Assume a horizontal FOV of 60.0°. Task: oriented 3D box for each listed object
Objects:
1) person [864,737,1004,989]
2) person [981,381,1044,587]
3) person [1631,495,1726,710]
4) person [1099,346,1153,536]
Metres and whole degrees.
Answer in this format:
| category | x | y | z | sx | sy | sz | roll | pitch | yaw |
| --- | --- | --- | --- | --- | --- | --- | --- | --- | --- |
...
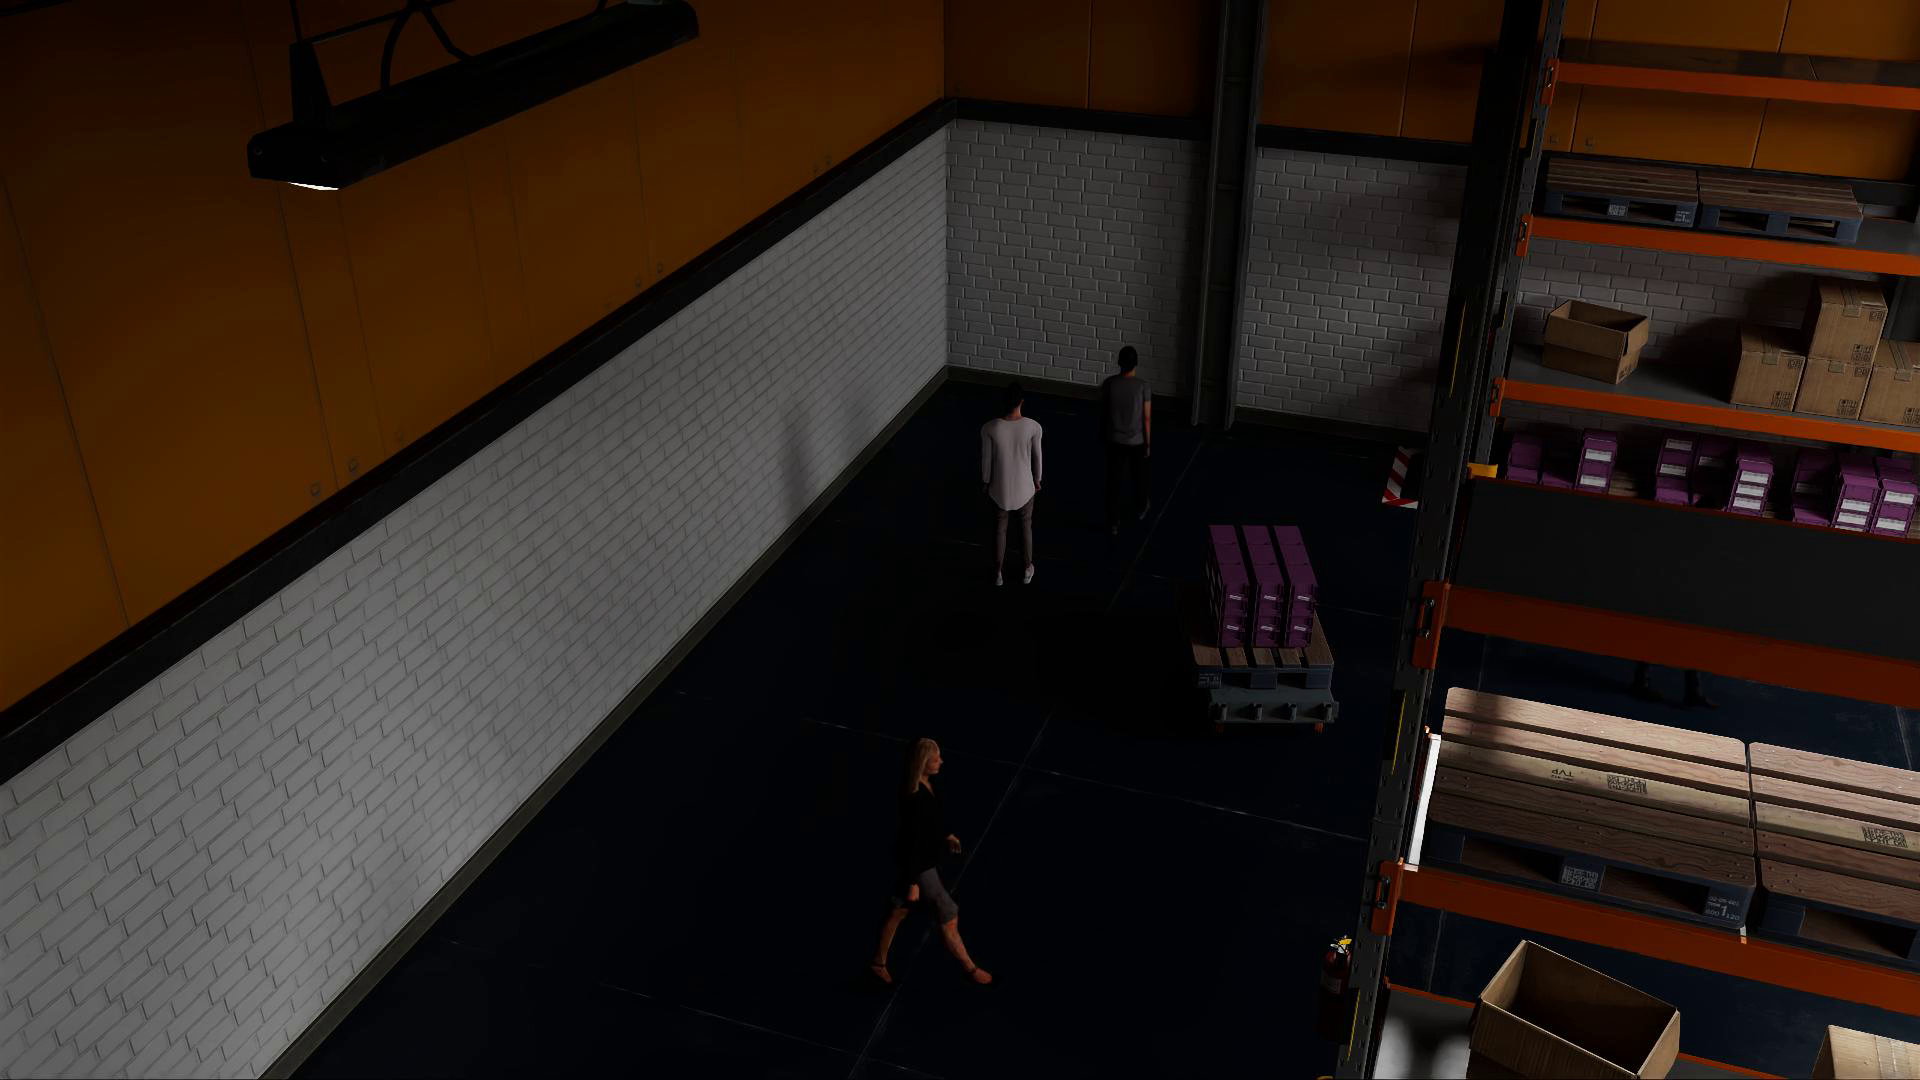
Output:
| category | x | y | z | sx | sy | sz | roll | pitch | yaw |
| --- | --- | --- | --- | --- | --- | --- | --- | --- | --- |
| person | -0.338 | 1.907 | 9.545 | 1.140 | 1.801 | 0.882 | -2 | 29 | -3 |
| person | 0.434 | -0.475 | 13.870 | 0.651 | 1.841 | 0.804 | -2 | 29 | -3 |
| person | 5.261 | 0.433 | 12.292 | 0.992 | 1.757 | 0.872 | 23 | 36 | 36 |
| person | 1.444 | -0.852 | 14.667 | 0.805 | 1.740 | 0.727 | 9 | 30 | 16 |
